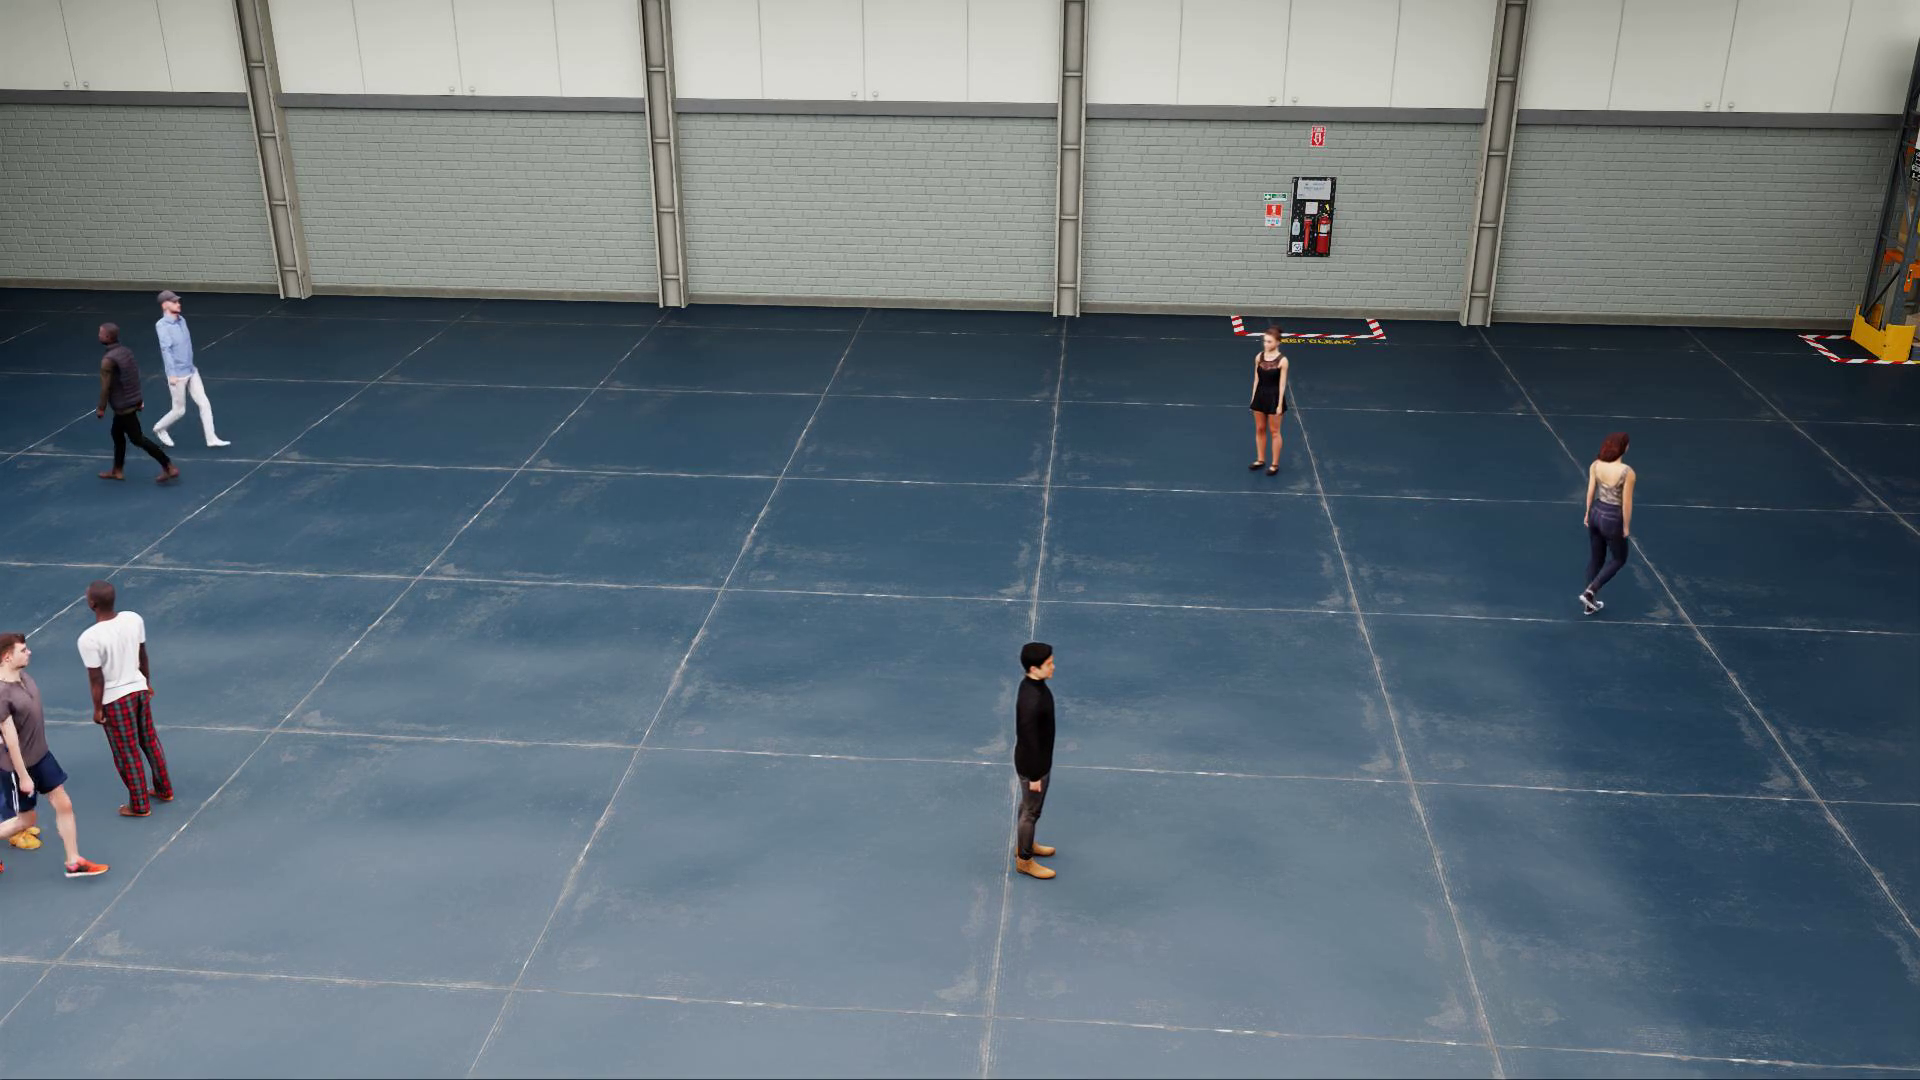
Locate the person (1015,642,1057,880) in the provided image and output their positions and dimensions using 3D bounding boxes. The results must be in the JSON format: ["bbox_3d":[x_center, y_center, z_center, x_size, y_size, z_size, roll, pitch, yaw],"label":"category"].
[{"bbox_3d":[0.508,1.471,11.333,0.511,1.722,0.647,2,23,4],"label":"person"}]

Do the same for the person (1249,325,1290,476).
[{"bbox_3d":[3.456,-1.571,18.540,0.678,1.680,0.750,21,31,40],"label":"person"}]

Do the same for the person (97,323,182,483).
[{"bbox_3d":[-8.999,-1.444,18.092,1.215,1.796,0.847,-2,23,-5],"label":"person"}]

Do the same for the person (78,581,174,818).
[{"bbox_3d":[-6.018,1.132,11.986,0.638,1.836,0.714,9,25,20],"label":"person"}]

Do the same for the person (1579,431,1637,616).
[{"bbox_3d":[5.787,-0.114,15.016,0.874,1.756,0.812,-15,28,-32],"label":"person"}]

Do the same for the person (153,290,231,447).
[{"bbox_3d":[-9.040,-1.935,19.167,1.135,1.859,0.720,4,23,10],"label":"person"}]

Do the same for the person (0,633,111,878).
[{"bbox_3d":[-6.345,1.500,11.144,1.137,1.817,0.691,1,23,2],"label":"person"}]
